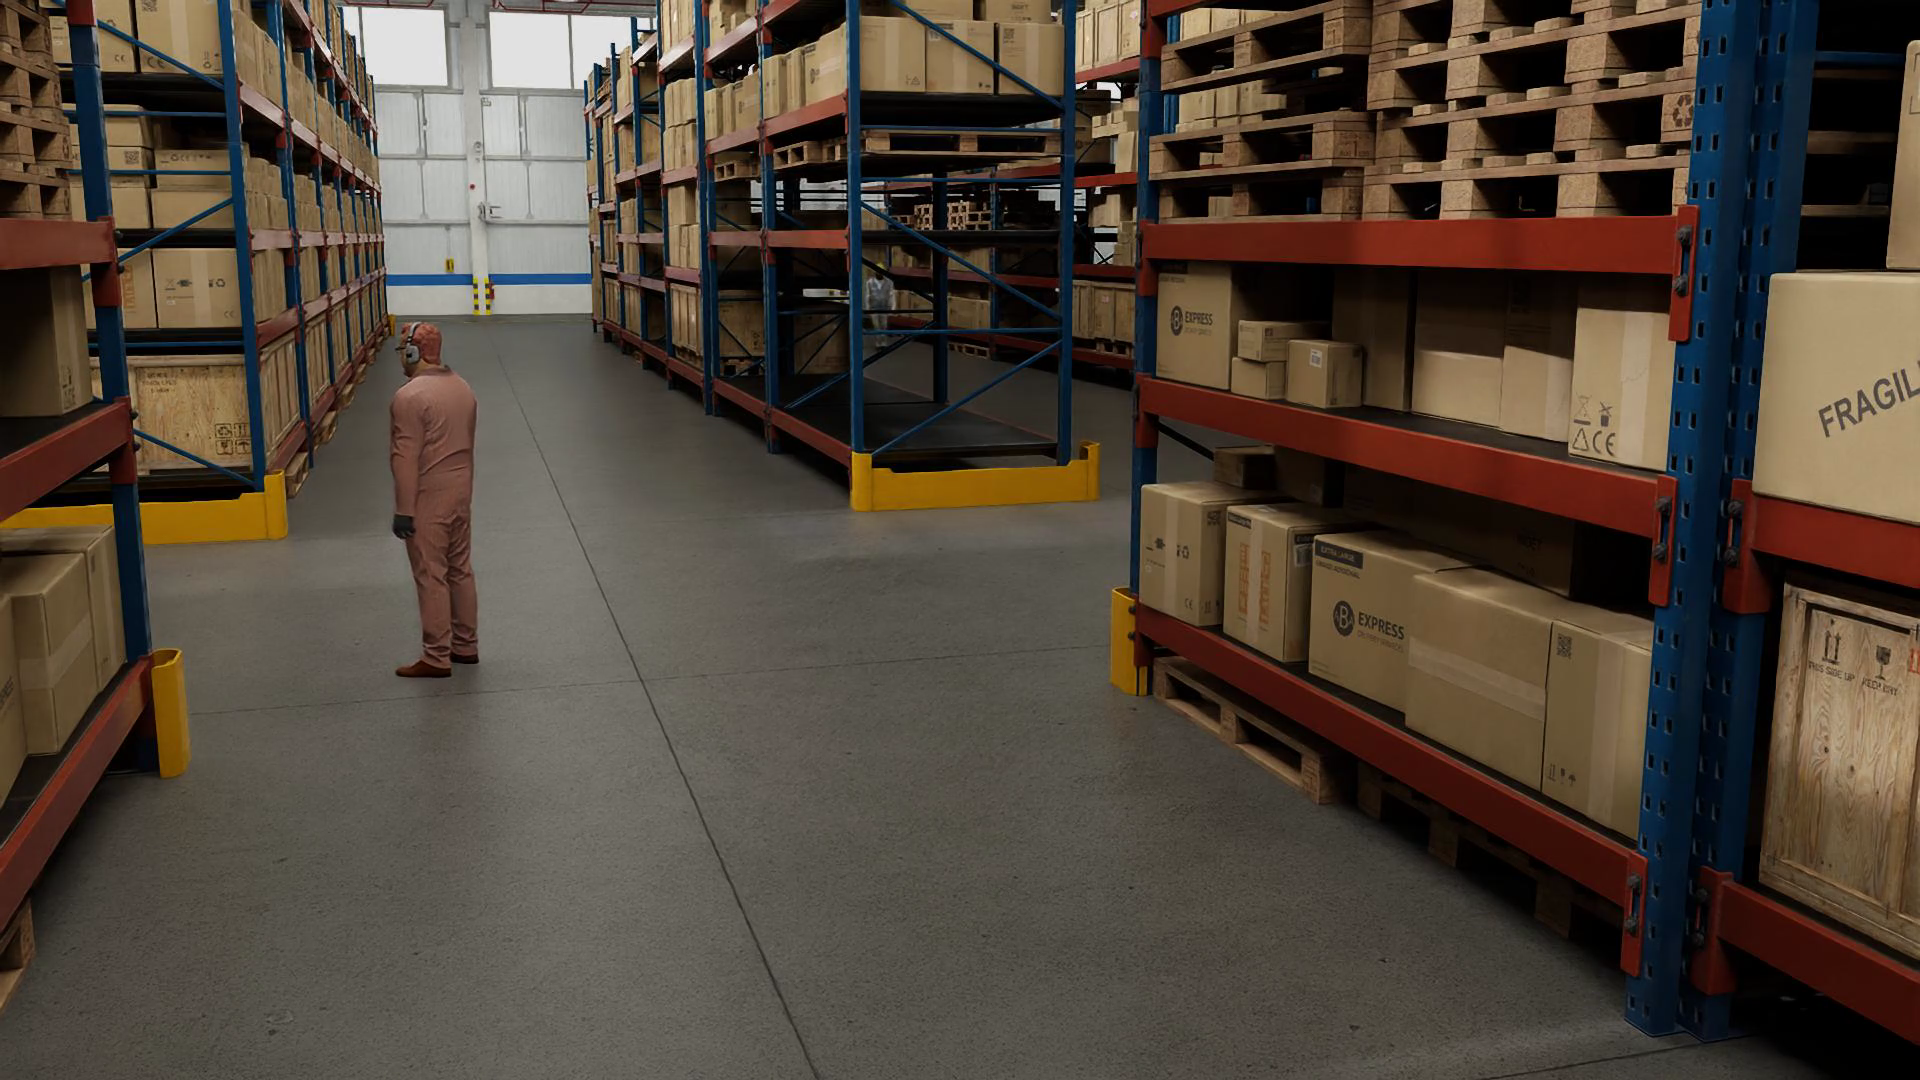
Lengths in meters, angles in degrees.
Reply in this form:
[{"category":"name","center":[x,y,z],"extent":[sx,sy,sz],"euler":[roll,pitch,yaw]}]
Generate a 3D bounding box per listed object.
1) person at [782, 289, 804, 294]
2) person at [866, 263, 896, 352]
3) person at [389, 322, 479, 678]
[{"category":"person","center":[-4.128,-6.057,40.808],"extent":[0.612,1.962,0.912],"euler":[-4,11,-23]},{"category":"person","center":[-1.627,-4.767,34.121],"extent":[0.603,1.819,0.455],"euler":[0,10,2]},{"category":"person","center":[-2.851,-0.215,8.954],"extent":[0.399,1.899,0.646],"euler":[2,11,13]}]
